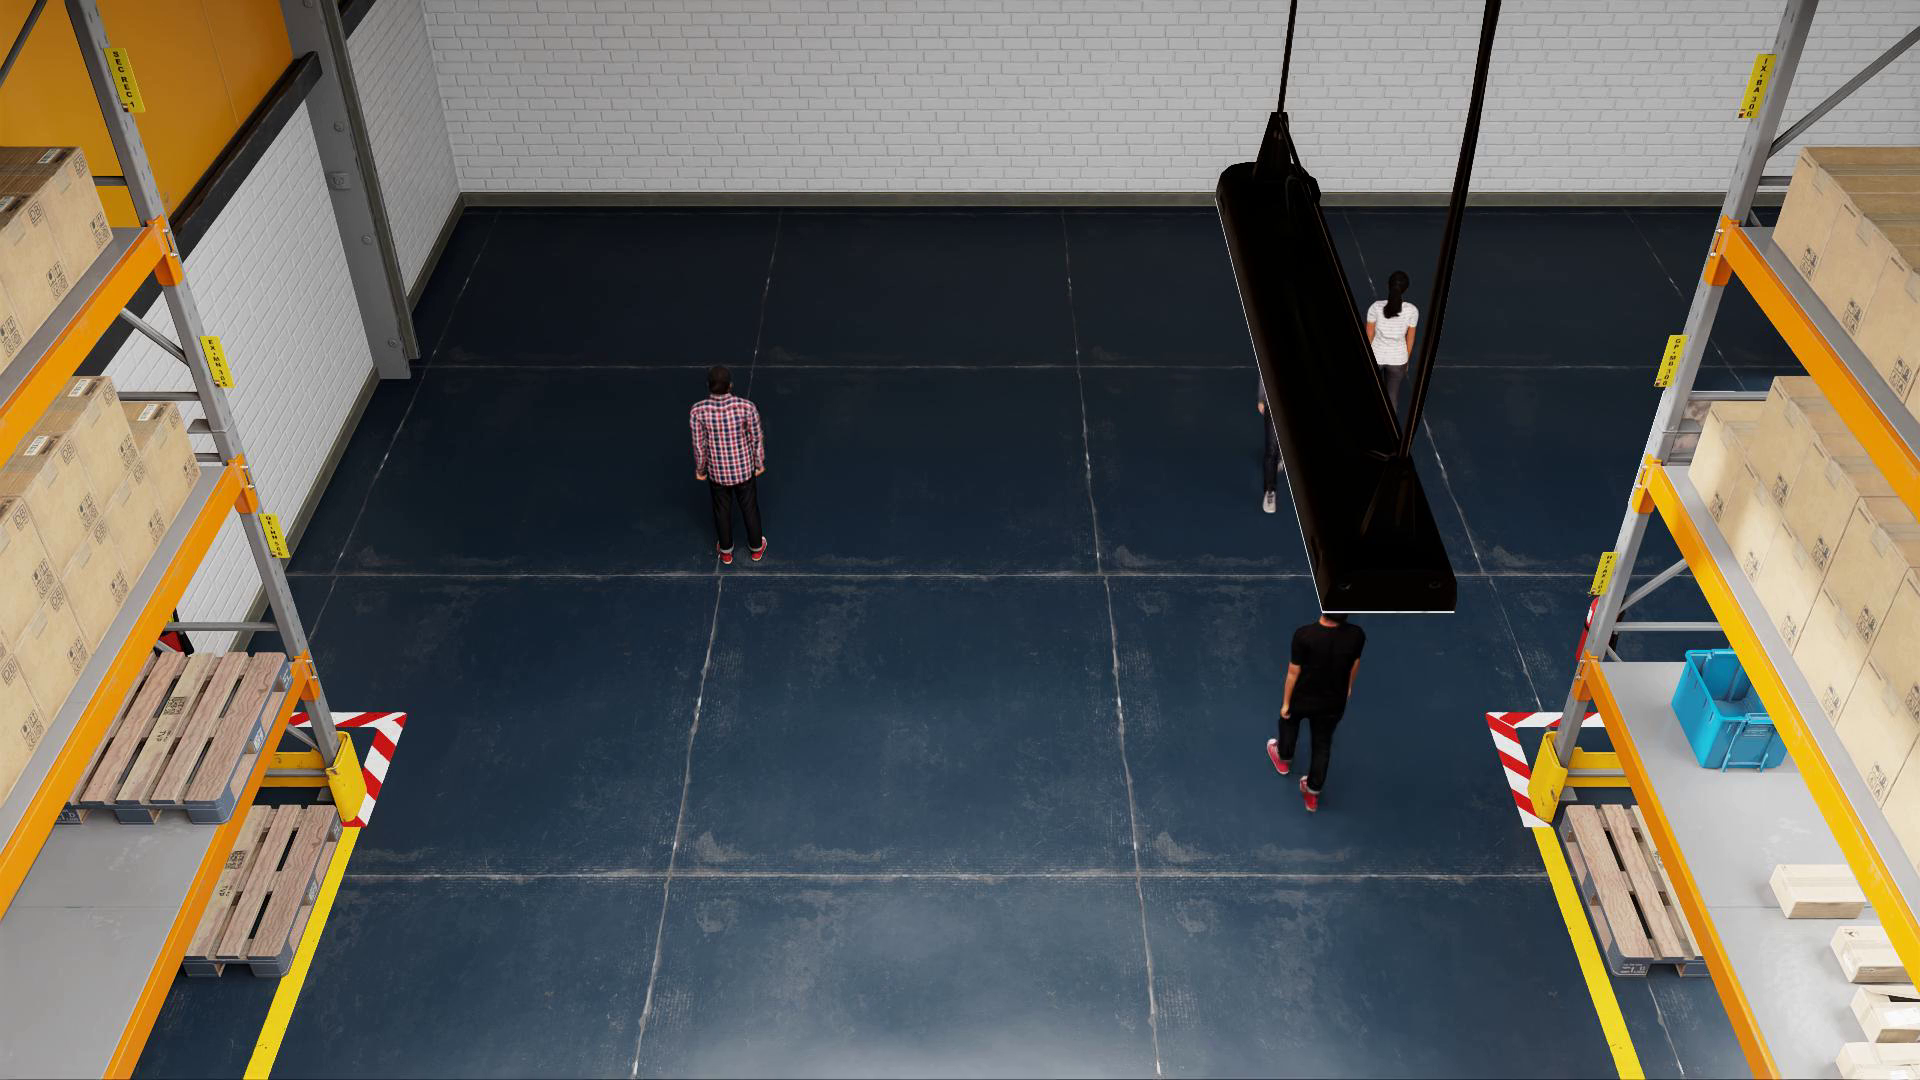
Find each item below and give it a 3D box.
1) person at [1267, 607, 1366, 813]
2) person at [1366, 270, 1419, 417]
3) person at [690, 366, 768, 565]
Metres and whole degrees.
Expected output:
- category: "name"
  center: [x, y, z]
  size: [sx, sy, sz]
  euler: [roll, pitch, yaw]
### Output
- category: "person"
  center: [2.294, 1.055, 10.610]
  size: [0.659, 1.740, 0.846]
  euler: [-2, 39, -3]
- category: "person"
  center: [3.555, -1.511, 13.897]
  size: [0.603, 1.646, 0.571]
  euler: [6, 39, 8]
- category: "person"
  center: [-1.746, -0.570, 12.627]
  size: [0.713, 1.761, 0.618]
  euler: [-4, 39, -5]
